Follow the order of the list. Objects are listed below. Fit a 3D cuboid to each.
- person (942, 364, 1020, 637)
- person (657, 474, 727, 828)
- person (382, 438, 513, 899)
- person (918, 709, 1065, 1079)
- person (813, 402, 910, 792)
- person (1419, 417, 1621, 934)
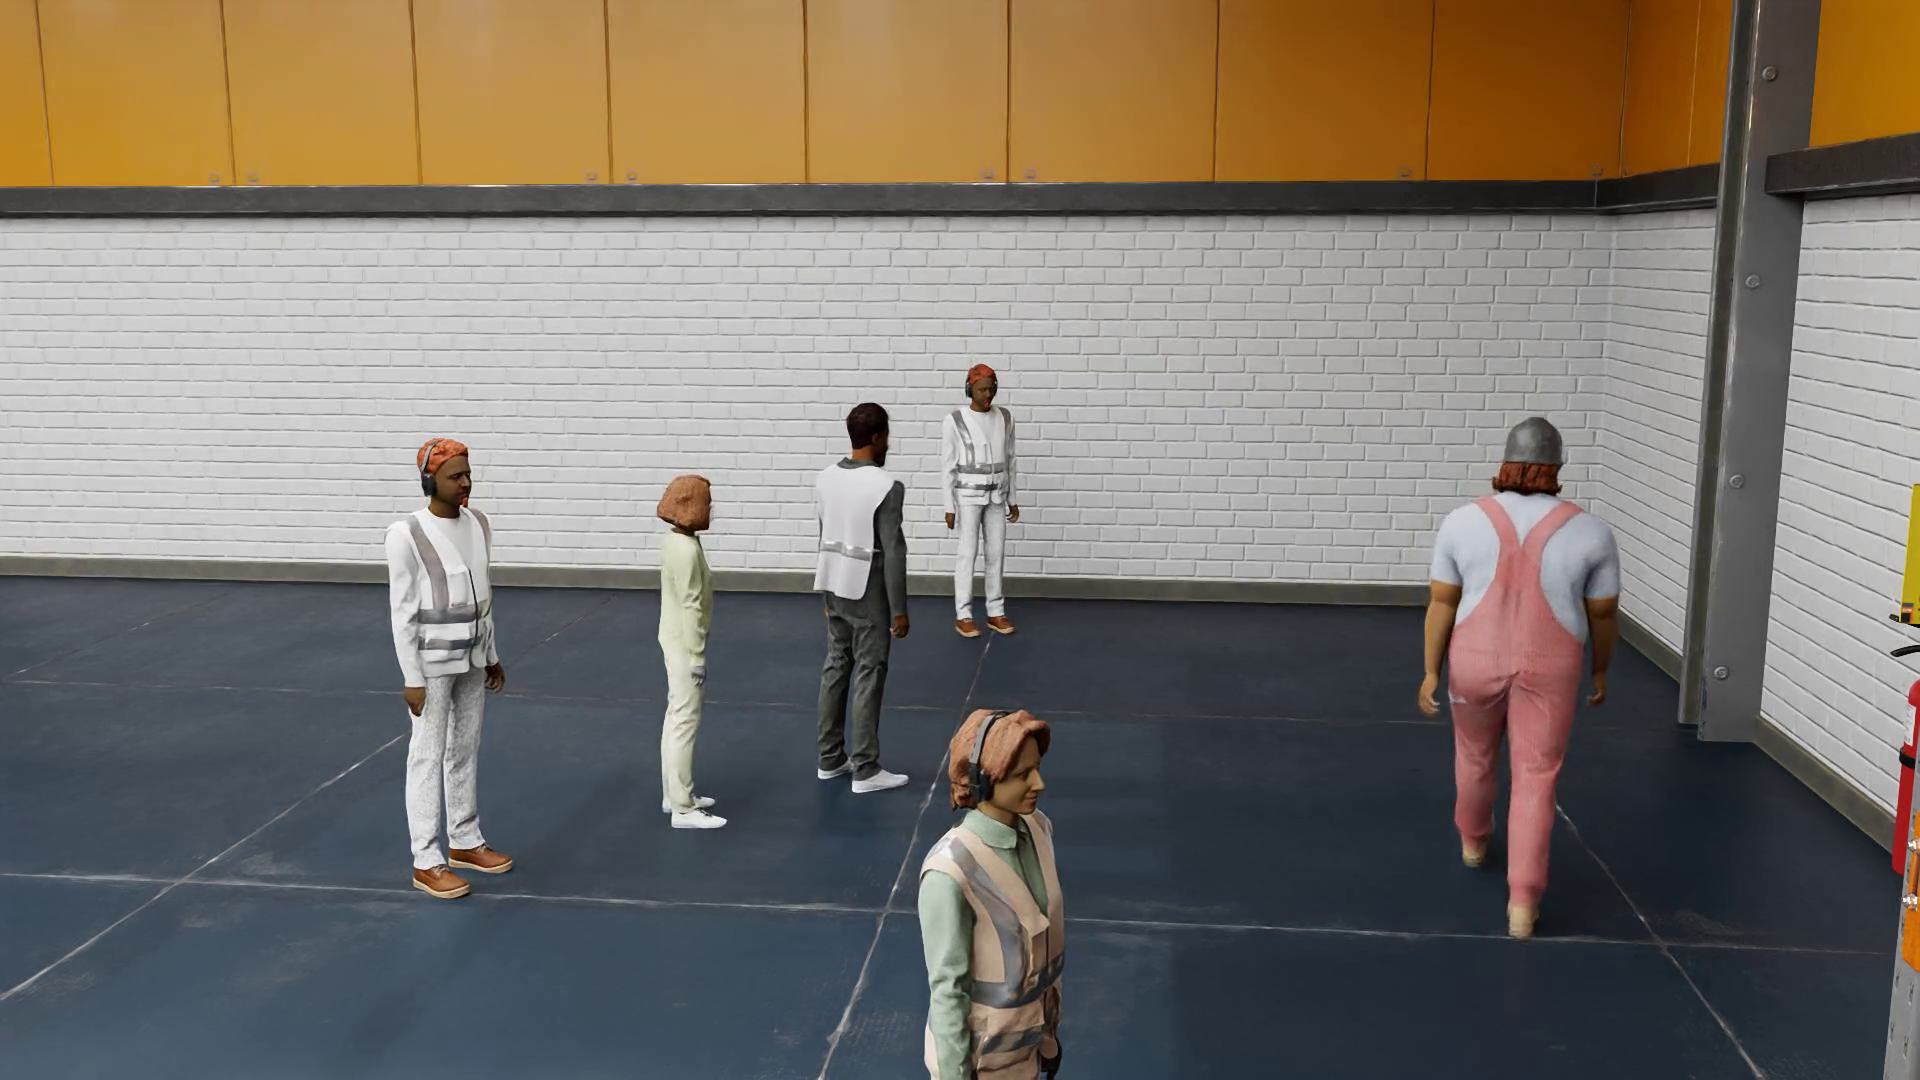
[{"bbox_3d":[0.143,-0.266,11.435,0.583,1.869,0.365,-6,12,-31],"label":"person"},{"bbox_3d":[-1.252,0.506,7.681,0.266,1.631,0.507,-3,10,-17],"label":"person"},{"bbox_3d":[-2.116,0.516,6.910,0.359,1.883,0.573,4,11,24],"label":"person"},{"bbox_3d":[0.075,1.182,3.793,0.307,1.641,0.511,5,11,26],"label":"person"},{"bbox_3d":[-0.503,0.279,8.215,0.405,1.909,0.589,-9,13,-41],"label":"person"},{"bbox_3d":[2.276,0.466,6.742,0.713,2.000,1.020,4,11,22],"label":"person"}]
